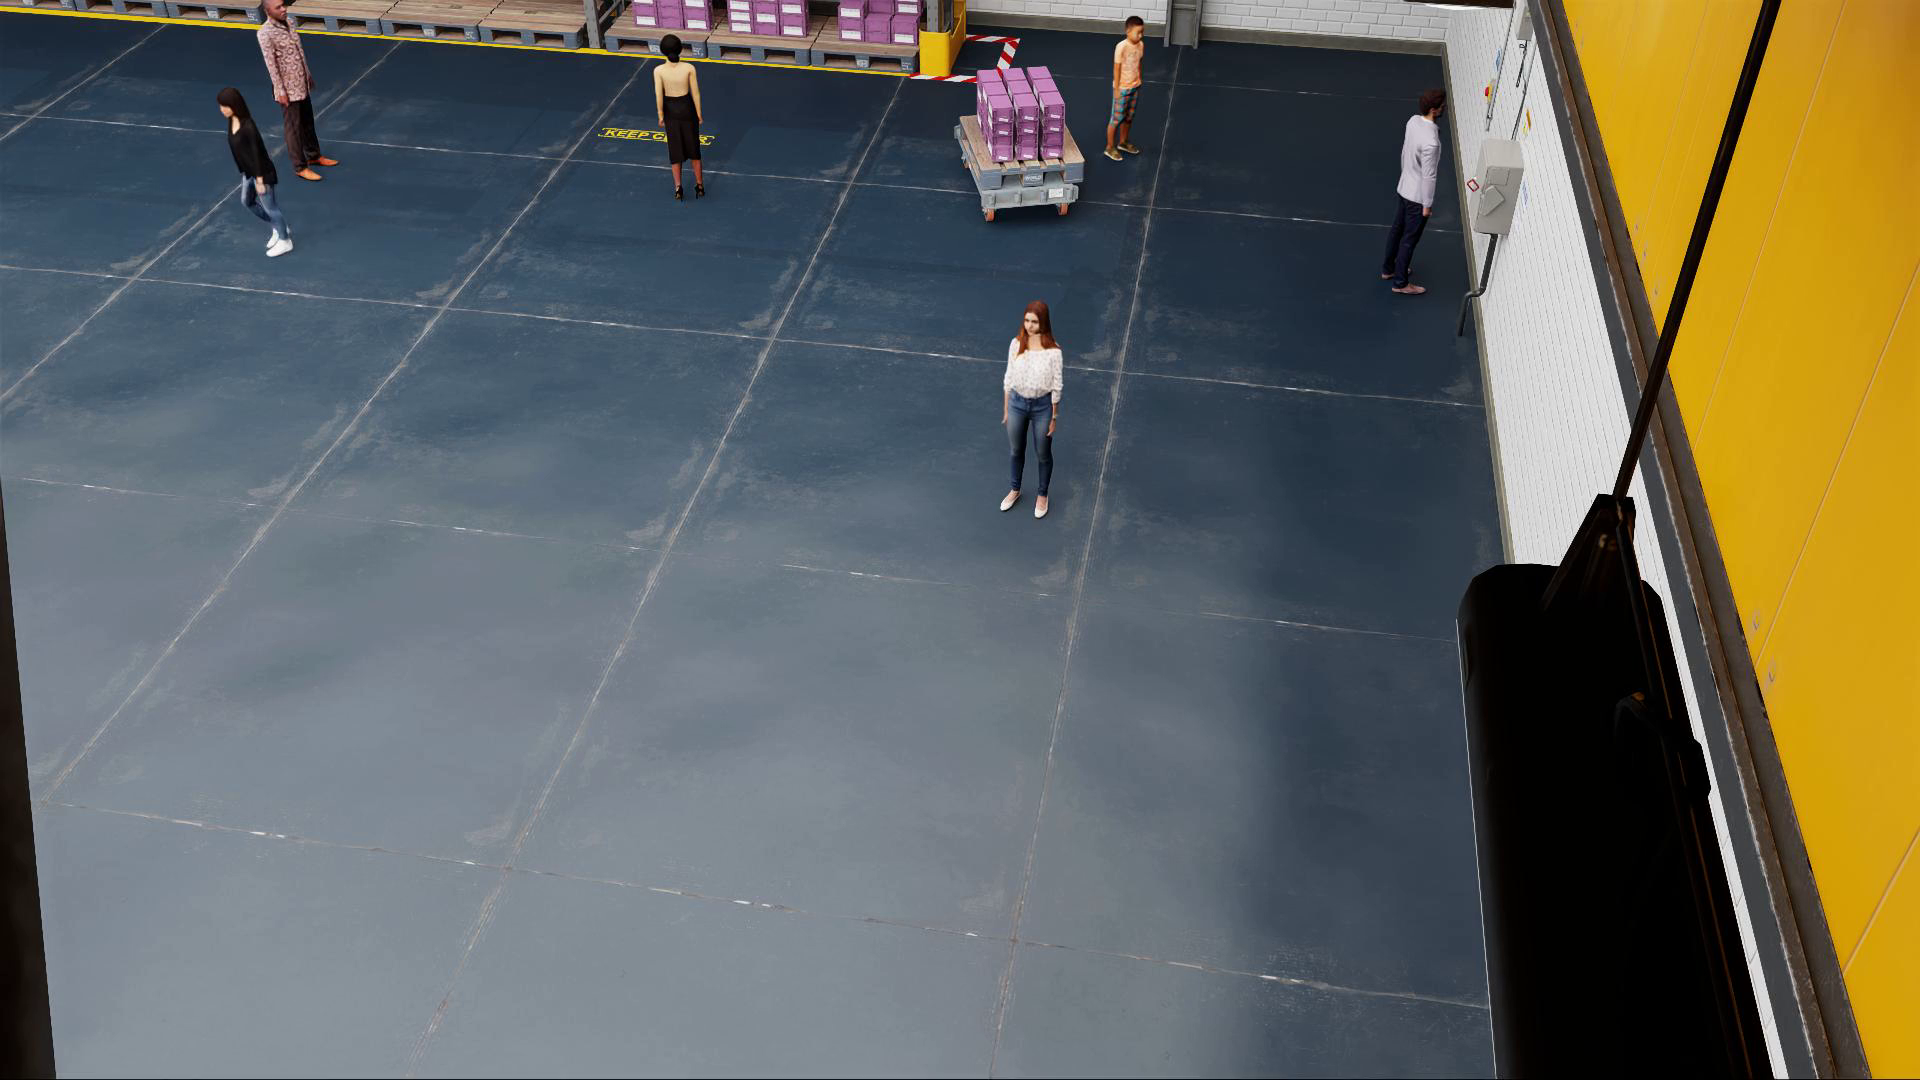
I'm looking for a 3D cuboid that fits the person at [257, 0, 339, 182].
[{"bbox_3d":[-6.557,-4.463,16.300,0.583,1.808,0.675,8,39,10],"label":"person"}]

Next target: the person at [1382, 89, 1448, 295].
[{"bbox_3d":[3.973,-3.056,14.504,0.686,1.851,0.746,-5,39,-7],"label":"person"}]

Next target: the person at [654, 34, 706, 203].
[{"bbox_3d":[-2.673,-4.033,15.887,0.586,1.653,0.705,-7,39,-8],"label":"person"}]

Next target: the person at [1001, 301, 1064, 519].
[{"bbox_3d":[0.518,-0.953,11.970,0.502,1.728,0.667,13,40,15],"label":"person"}]

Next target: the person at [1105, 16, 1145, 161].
[{"bbox_3d":[1.662,-4.552,16.695,0.600,1.454,0.649,-27,46,-30],"label":"person"}]

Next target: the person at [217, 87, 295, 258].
[{"bbox_3d":[-6.297,-3.368,15.069,0.757,1.633,0.675,-32,48,-33],"label":"person"}]
